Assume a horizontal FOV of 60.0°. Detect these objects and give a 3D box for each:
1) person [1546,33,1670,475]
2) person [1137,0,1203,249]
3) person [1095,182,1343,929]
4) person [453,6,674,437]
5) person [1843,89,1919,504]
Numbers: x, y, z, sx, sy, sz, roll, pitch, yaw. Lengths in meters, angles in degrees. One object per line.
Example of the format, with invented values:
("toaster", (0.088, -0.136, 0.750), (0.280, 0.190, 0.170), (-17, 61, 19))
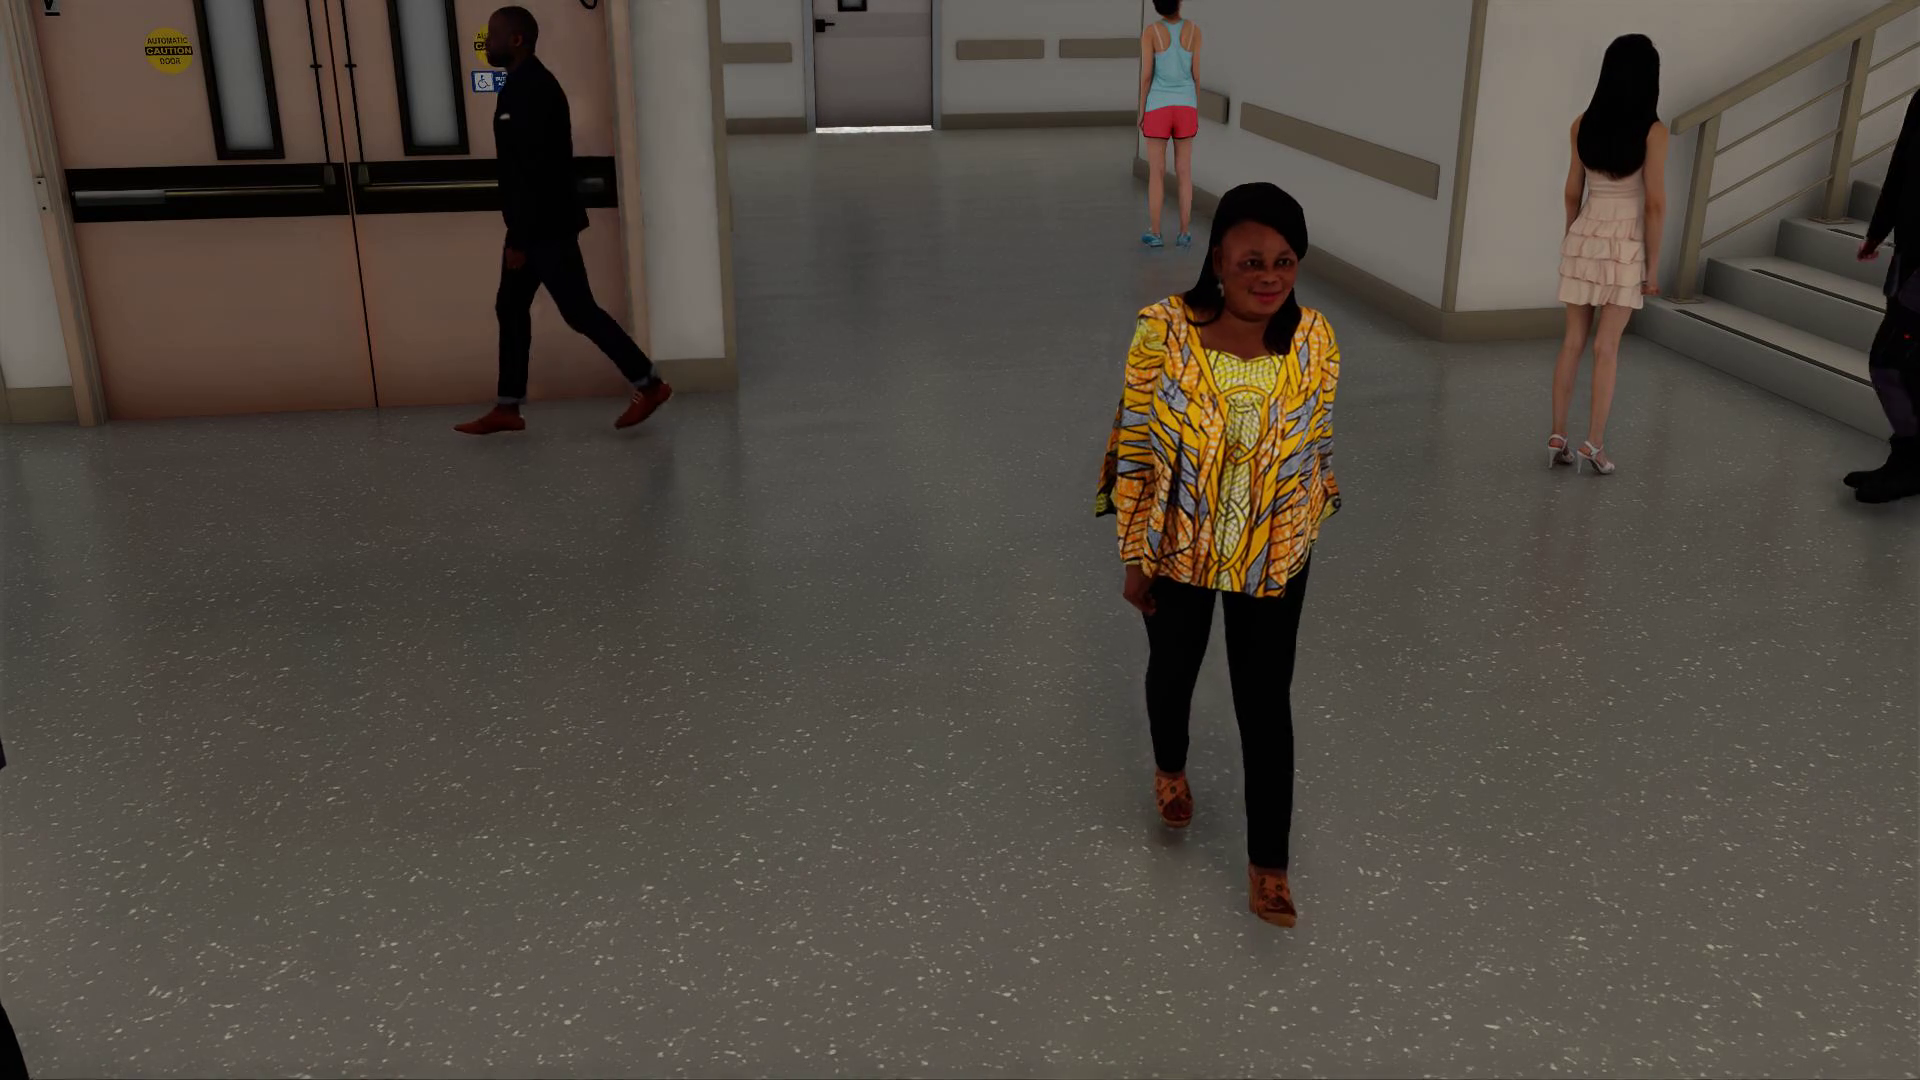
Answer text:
("person", (2.558, -1.114, 6.617), (0.675, 1.738, 0.656), (-17, 26, -37))
("person", (1.422, -2.883, 11.251), (0.514, 1.763, 0.655), (-1, 21, -3))
("person", (0.568, 0.011, 3.825), (1.005, 1.611, 0.852), (-1, 21, -2))
("person", (-1.656, -1.292, 7.029), (1.247, 1.779, 0.890), (-9, 22, -21))
("person", (3.720, -1.051, 6.229), (0.719, 1.895, 0.742), (0, 21, 1))
